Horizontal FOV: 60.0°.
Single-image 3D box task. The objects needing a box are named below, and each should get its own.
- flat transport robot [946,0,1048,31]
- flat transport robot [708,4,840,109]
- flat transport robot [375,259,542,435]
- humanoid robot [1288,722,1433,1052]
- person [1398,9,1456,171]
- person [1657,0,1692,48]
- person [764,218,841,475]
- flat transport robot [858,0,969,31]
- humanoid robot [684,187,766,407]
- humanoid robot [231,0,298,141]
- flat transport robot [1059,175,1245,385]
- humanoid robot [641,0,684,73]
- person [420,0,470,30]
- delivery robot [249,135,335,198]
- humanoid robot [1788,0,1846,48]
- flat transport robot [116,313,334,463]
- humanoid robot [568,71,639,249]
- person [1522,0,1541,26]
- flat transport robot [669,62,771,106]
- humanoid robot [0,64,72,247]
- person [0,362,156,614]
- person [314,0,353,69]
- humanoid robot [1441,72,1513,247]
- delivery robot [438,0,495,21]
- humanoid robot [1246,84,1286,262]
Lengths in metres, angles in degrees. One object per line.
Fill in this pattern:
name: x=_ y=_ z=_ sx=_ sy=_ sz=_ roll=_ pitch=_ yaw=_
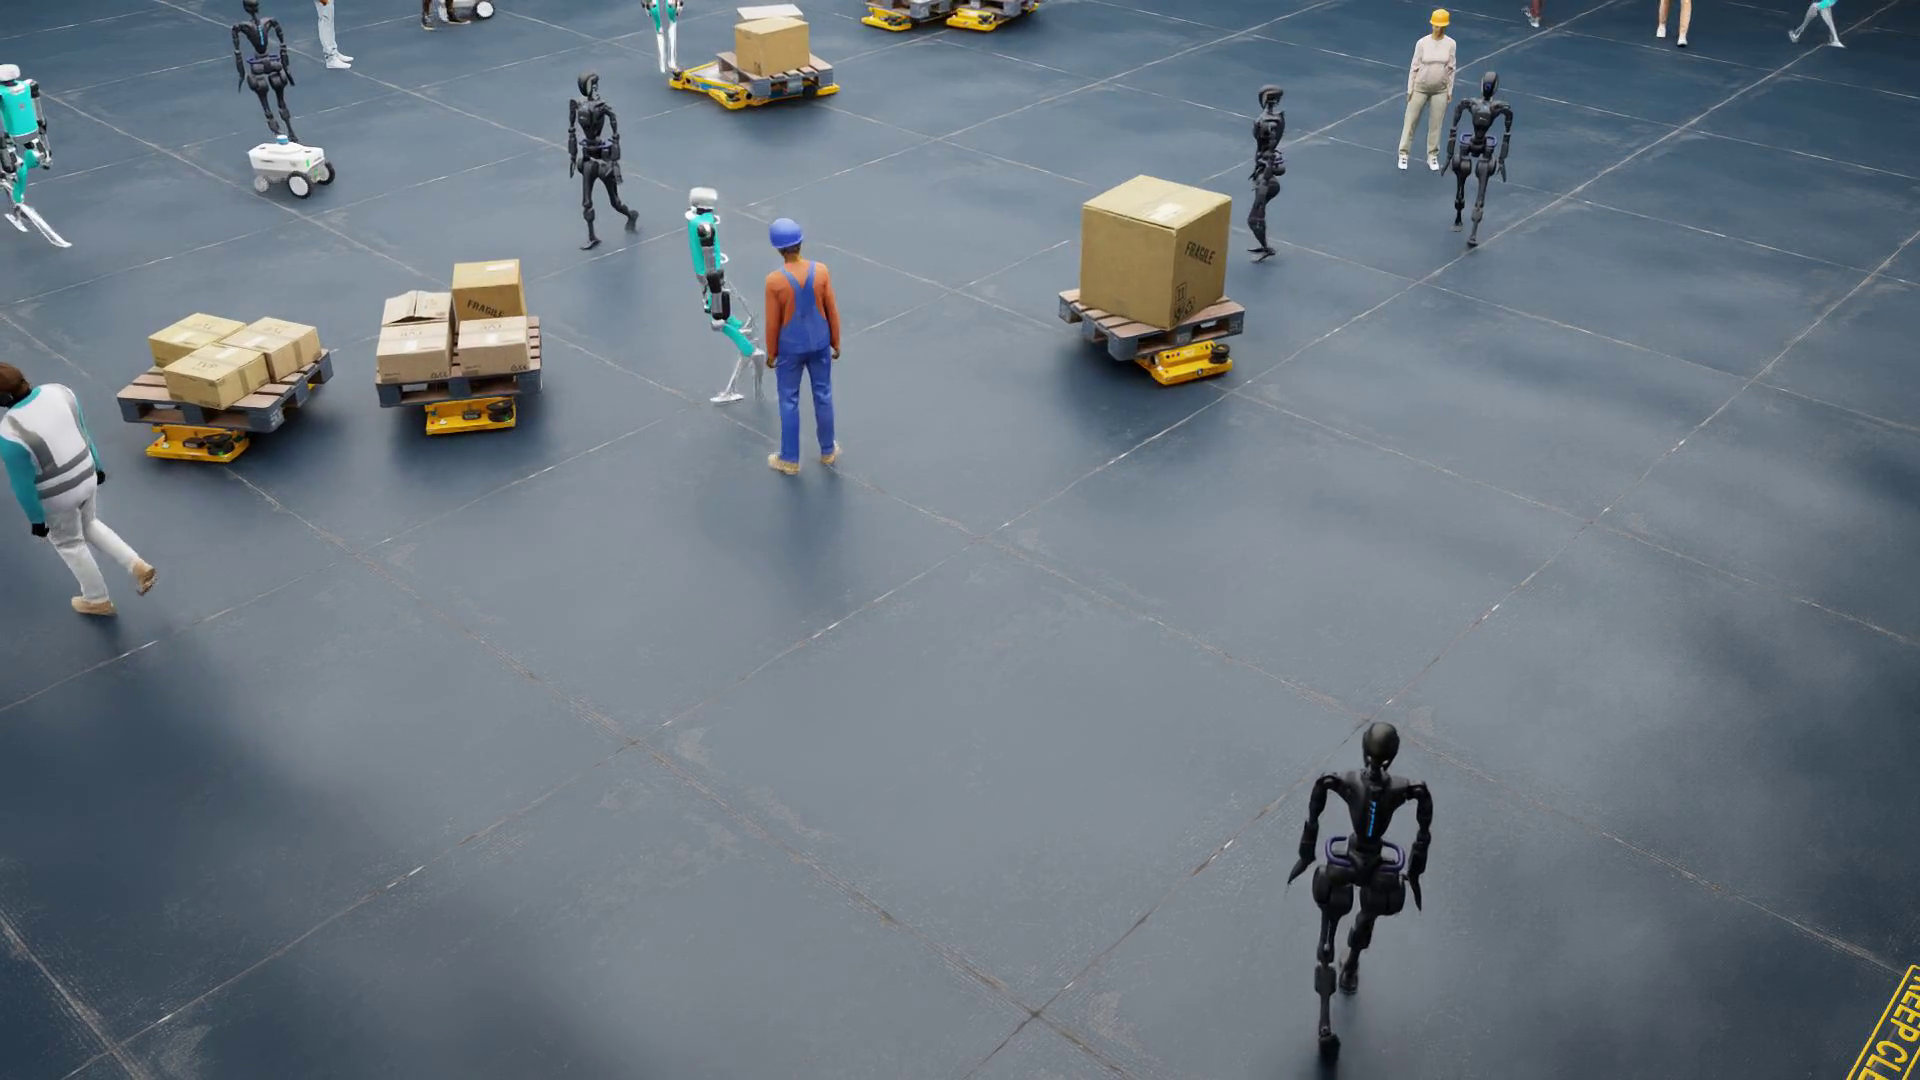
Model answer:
flat transport robot: x=0.446 y=-7.298 z=22.905 sx=0.659 sy=0.231 sz=1.431 roll=17 pitch=36 yaw=26
flat transport robot: x=-2.225 y=-5.427 z=19.892 sx=1.431 sy=0.231 sz=0.659 roll=-16 pitch=35 yaw=-24
flat transport robot: x=-3.905 y=-1.248 z=13.164 sx=0.659 sy=0.231 sz=1.431 roll=-6 pitch=32 yaw=-10
humanoid robot: x=1.781 y=1.522 z=7.398 sx=0.599 sy=1.627 sz=0.710 roll=6 pitch=32 yaw=9
person: x=4.907 y=-4.698 z=17.376 sx=0.460 sy=1.688 sz=0.341 roll=3 pitch=32 yaw=5
person: x=9.346 y=-7.342 z=21.519 sx=0.515 sy=1.810 sz=0.972 roll=9 pitch=33 yaw=15
person: x=-1.136 y=-1.382 z=11.842 sx=0.599 sy=1.893 sz=0.384 roll=-12 pitch=34 yaw=-19
flat transport robot: x=-0.617 y=-7.265 z=22.852 sx=0.659 sy=0.231 sz=1.431 roll=27 pitch=41 yaw=36
humanoid robot: x=-1.690 y=-1.815 z=12.773 sx=0.720 sy=1.869 sz=0.544 roll=-9 pitch=33 yaw=-15
humanoid robot: x=-7.520 y=-5.053 z=17.959 sx=0.589 sy=1.653 sz=0.480 roll=-23 pitch=39 yaw=-32
flat transport robot: x=1.590 y=-1.705 z=13.899 sx=0.659 sy=0.231 sz=1.431 roll=-15 pitch=35 yaw=-23
humanoid robot: x=-3.677 y=-6.634 z=20.495 sx=0.542 sy=1.838 sz=0.748 roll=-6 pitch=32 yaw=-10
person: x=-7.021 y=-7.815 z=22.152 sx=0.454 sy=1.948 sz=0.777 roll=15 pitch=35 yaw=23
delivery robot: x=-6.899 y=-3.856 z=17.086 sx=0.777 sy=0.587 sz=0.499 roll=7 pitch=33 yaw=11
humanoid robot: x=11.278 y=-7.244 z=21.482 sx=0.873 sy=1.834 sz=0.545 roll=25 pitch=40 yaw=35
flat transport robot: x=-5.573 y=-1.020 z=12.797 sx=0.659 sy=0.231 sz=1.431 roll=5 pitch=32 yaw=7
humanoid robot: x=-3.377 y=-3.598 z=15.660 sx=0.601 sy=1.654 sz=0.733 roll=14 pitch=34 yaw=21
person: x=7.828 y=-7.930 z=22.498 sx=0.561 sy=1.767 sz=0.796 roll=-2 pitch=32 yaw=-3
flat transport robot: x=-2.757 y=-5.495 z=20.003 sx=1.431 sy=0.231 sz=0.659 roll=21 pitch=38 yaw=30
humanoid robot: x=-8.971 y=-3.621 z=15.651 sx=1.018 sy=1.773 sz=0.532 roll=13 pitch=34 yaw=20
person: x=-5.438 y=-0.284 z=10.143 sx=0.539 sy=1.812 sz=0.679 roll=7 pitch=33 yaw=12
person: x=-7.908 y=-6.846 z=20.615 sx=0.390 sy=1.920 sz=0.587 roll=-5 pitch=32 yaw=-9
humanoid robot: x=4.861 y=-3.602 z=15.658 sx=0.601 sy=1.621 sz=0.778 roll=9 pitch=33 yaw=15
delivery robot: x=-6.803 y=-7.463 z=22.917 sx=0.801 sy=0.612 sz=0.499 roll=-11 pitch=33 yaw=-17
humanoid robot: x=2.792 y=-3.354 z=15.223 sx=0.331 sy=1.653 sz=0.588 roll=-1 pitch=32 yaw=-1
